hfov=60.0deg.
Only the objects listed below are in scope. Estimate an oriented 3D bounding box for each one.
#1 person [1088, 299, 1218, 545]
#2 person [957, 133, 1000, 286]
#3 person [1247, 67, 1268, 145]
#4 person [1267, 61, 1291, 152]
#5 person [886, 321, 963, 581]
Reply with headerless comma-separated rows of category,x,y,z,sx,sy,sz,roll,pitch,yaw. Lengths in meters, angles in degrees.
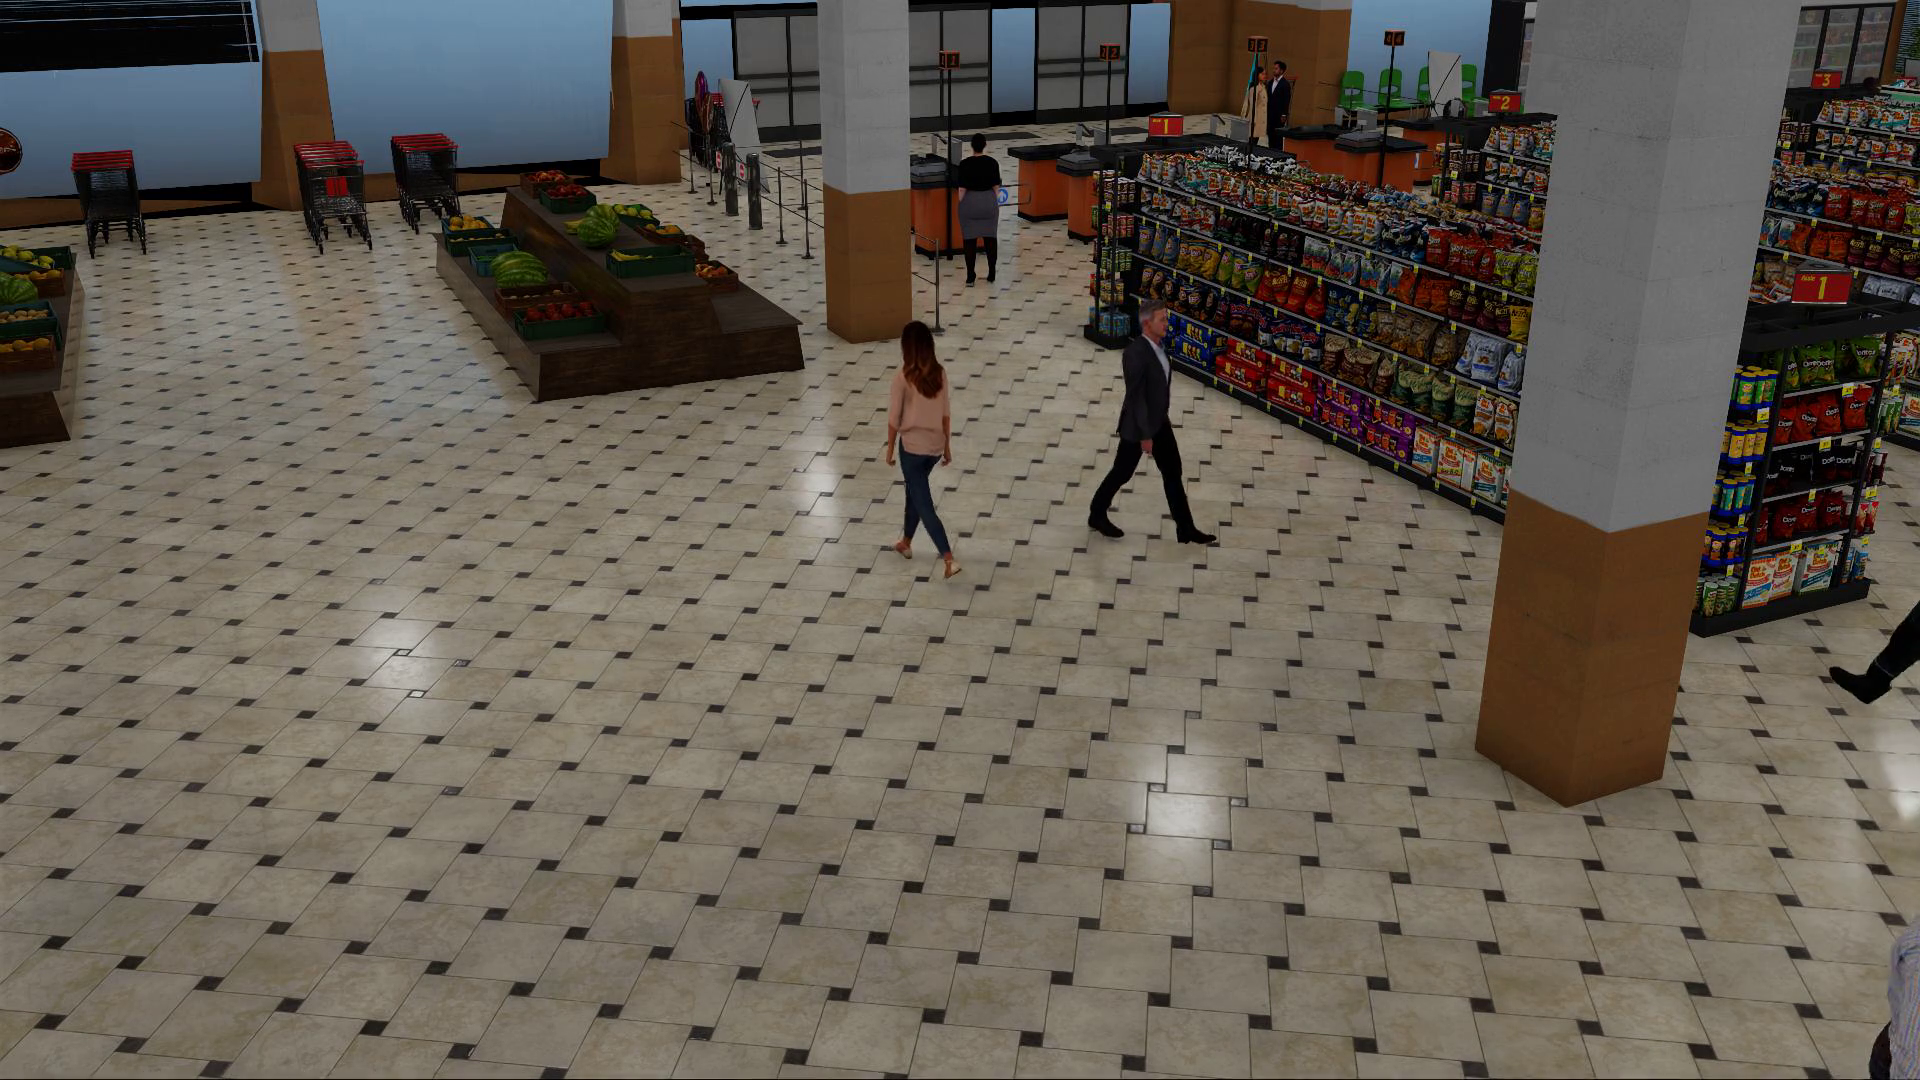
person,1.250,-0.817,11.872,1.346,1.788,1.197,12,25,27
person,0.225,-3.895,19.571,0.718,1.759,0.699,-4,22,-11
person,4.763,-6.763,26.812,0.735,1.682,0.713,11,25,26
person,5.190,-6.956,27.236,0.727,1.725,0.502,-14,26,-30
person,-0.217,-0.562,11.288,0.677,1.750,1.159,-14,26,-30
